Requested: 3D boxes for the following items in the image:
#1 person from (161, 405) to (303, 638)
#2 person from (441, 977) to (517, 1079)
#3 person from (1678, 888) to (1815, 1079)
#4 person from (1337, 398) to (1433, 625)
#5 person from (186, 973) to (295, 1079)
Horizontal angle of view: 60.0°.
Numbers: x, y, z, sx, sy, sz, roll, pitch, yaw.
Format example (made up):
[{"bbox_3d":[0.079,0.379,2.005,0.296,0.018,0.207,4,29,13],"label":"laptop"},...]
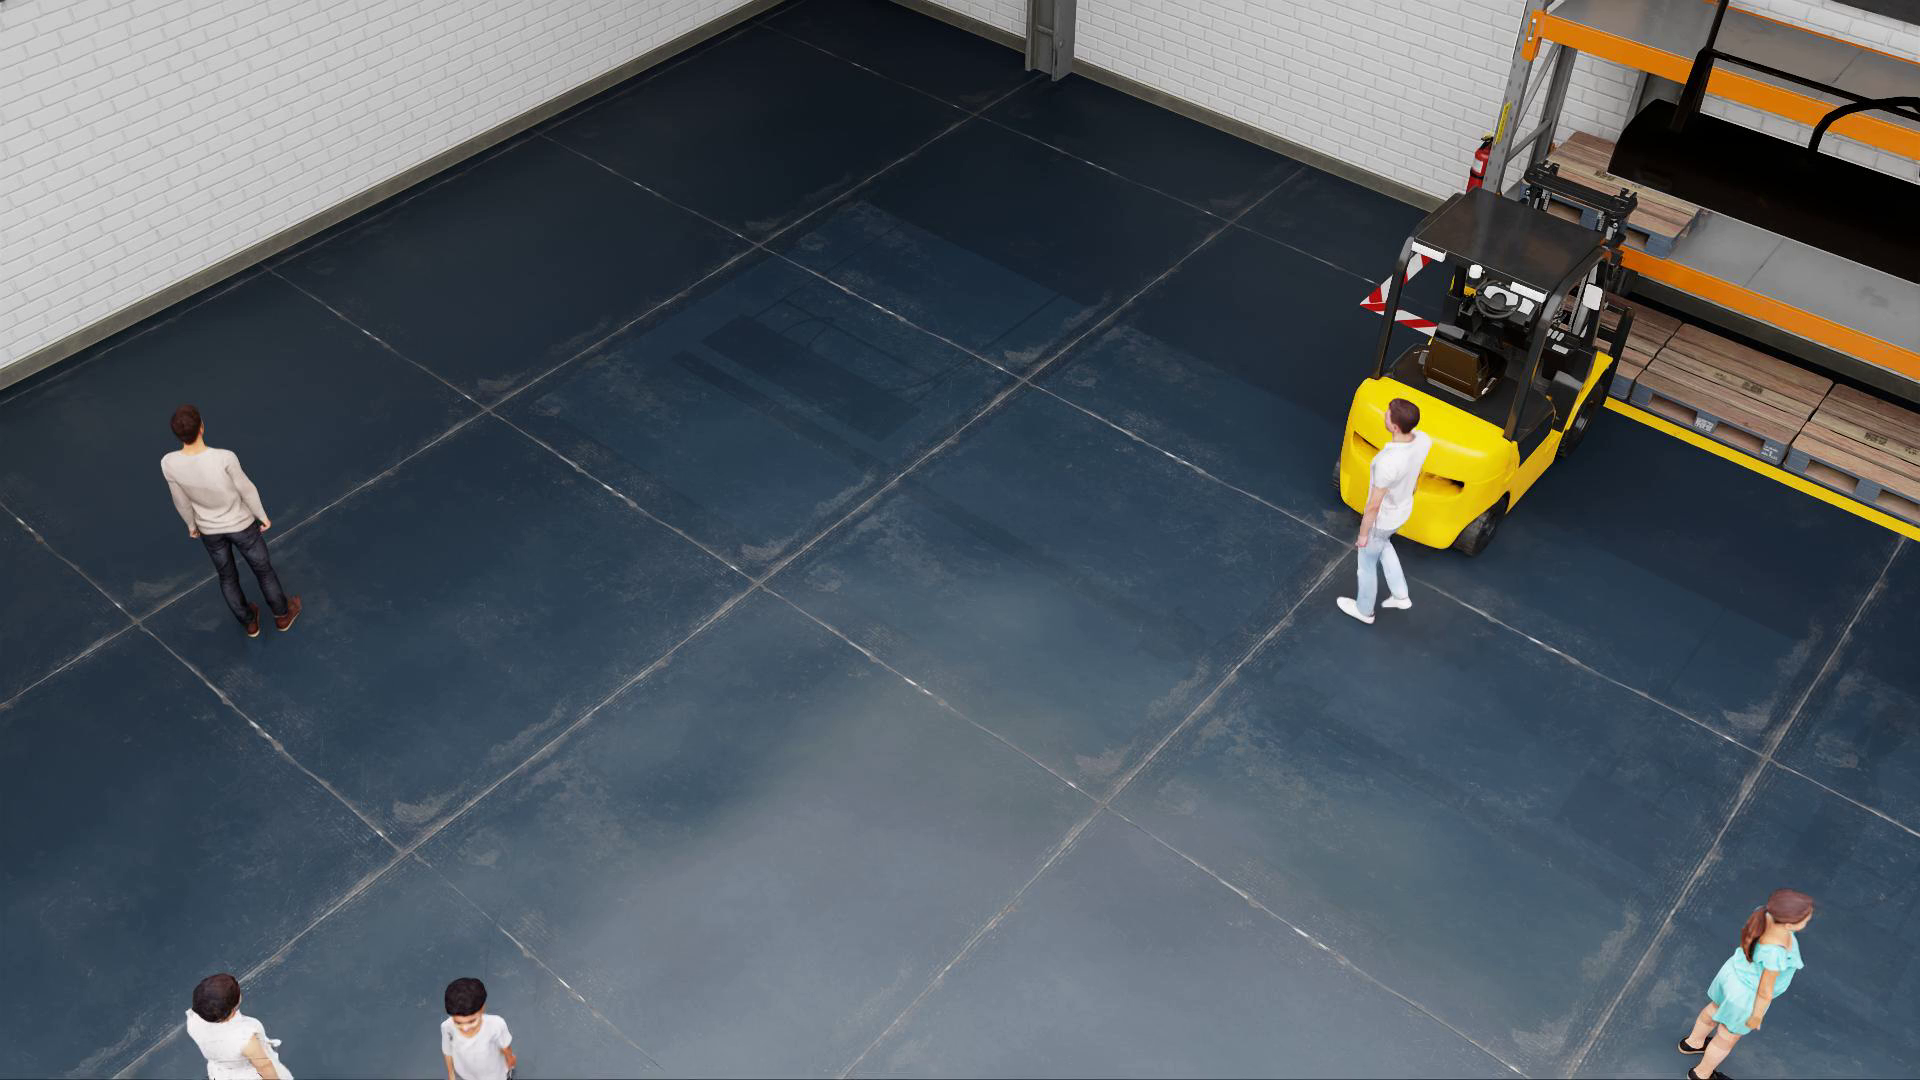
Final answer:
[{"bbox_3d":[-4.739,-0.104,10.735,0.739,1.865,0.781,-6,44,-6],"label":"person"},{"bbox_3d":[-2.407,2.565,8.381,0.857,1.248,0.857,2,44,2],"label":"person"},{"bbox_3d":[4.010,2.266,8.469,0.692,1.559,0.650,5,44,5],"label":"person"},{"bbox_3d":[2.843,-0.115,10.767,0.710,1.837,0.739,-33,53,-30],"label":"person"},{"bbox_3d":[-3.493,2.660,8.073,0.832,1.535,0.834,9,44,9],"label":"person"}]
